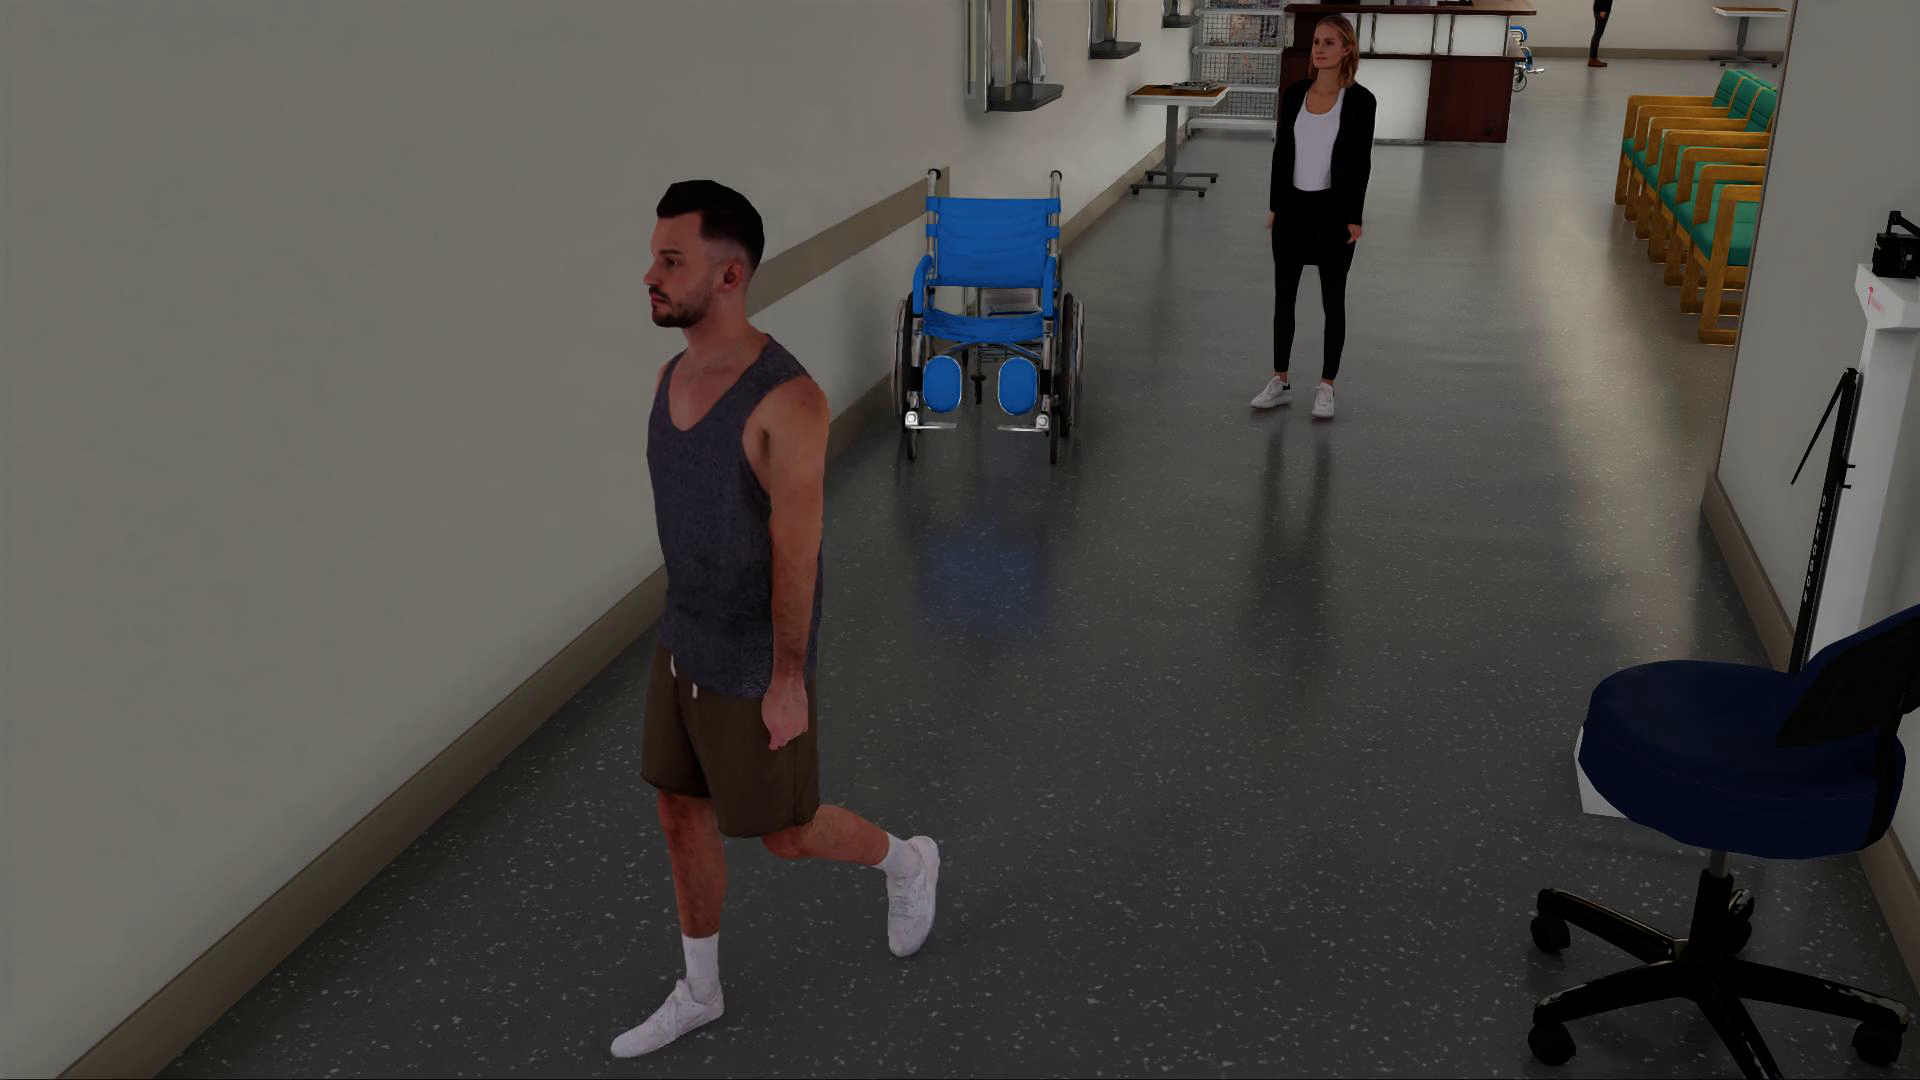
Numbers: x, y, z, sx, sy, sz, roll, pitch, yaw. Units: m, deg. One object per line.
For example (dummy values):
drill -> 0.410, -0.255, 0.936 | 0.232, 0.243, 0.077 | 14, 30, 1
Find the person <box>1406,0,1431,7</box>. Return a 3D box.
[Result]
person -> 5.504, -6.226, 20.136 | 0.571, 1.840, 0.675 | 9, 22, 22

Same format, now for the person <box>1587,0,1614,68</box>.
person -> 9.709, -8.054, 25.127 | 0.566, 1.723, 0.663 | 8, 22, 20

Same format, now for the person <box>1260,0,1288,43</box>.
person -> 5.358, -9.448, 28.665 | 1.001, 1.824, 0.911 | 13, 24, 31

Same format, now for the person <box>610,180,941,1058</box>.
person -> -0.385, 0.192, 3.395 | 1.020, 1.829, 1.074 | -19, 28, -40

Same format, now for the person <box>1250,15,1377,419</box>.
person -> 1.634, -1.464, 7.616 | 0.566, 1.801, 0.723 | 13, 24, 30
